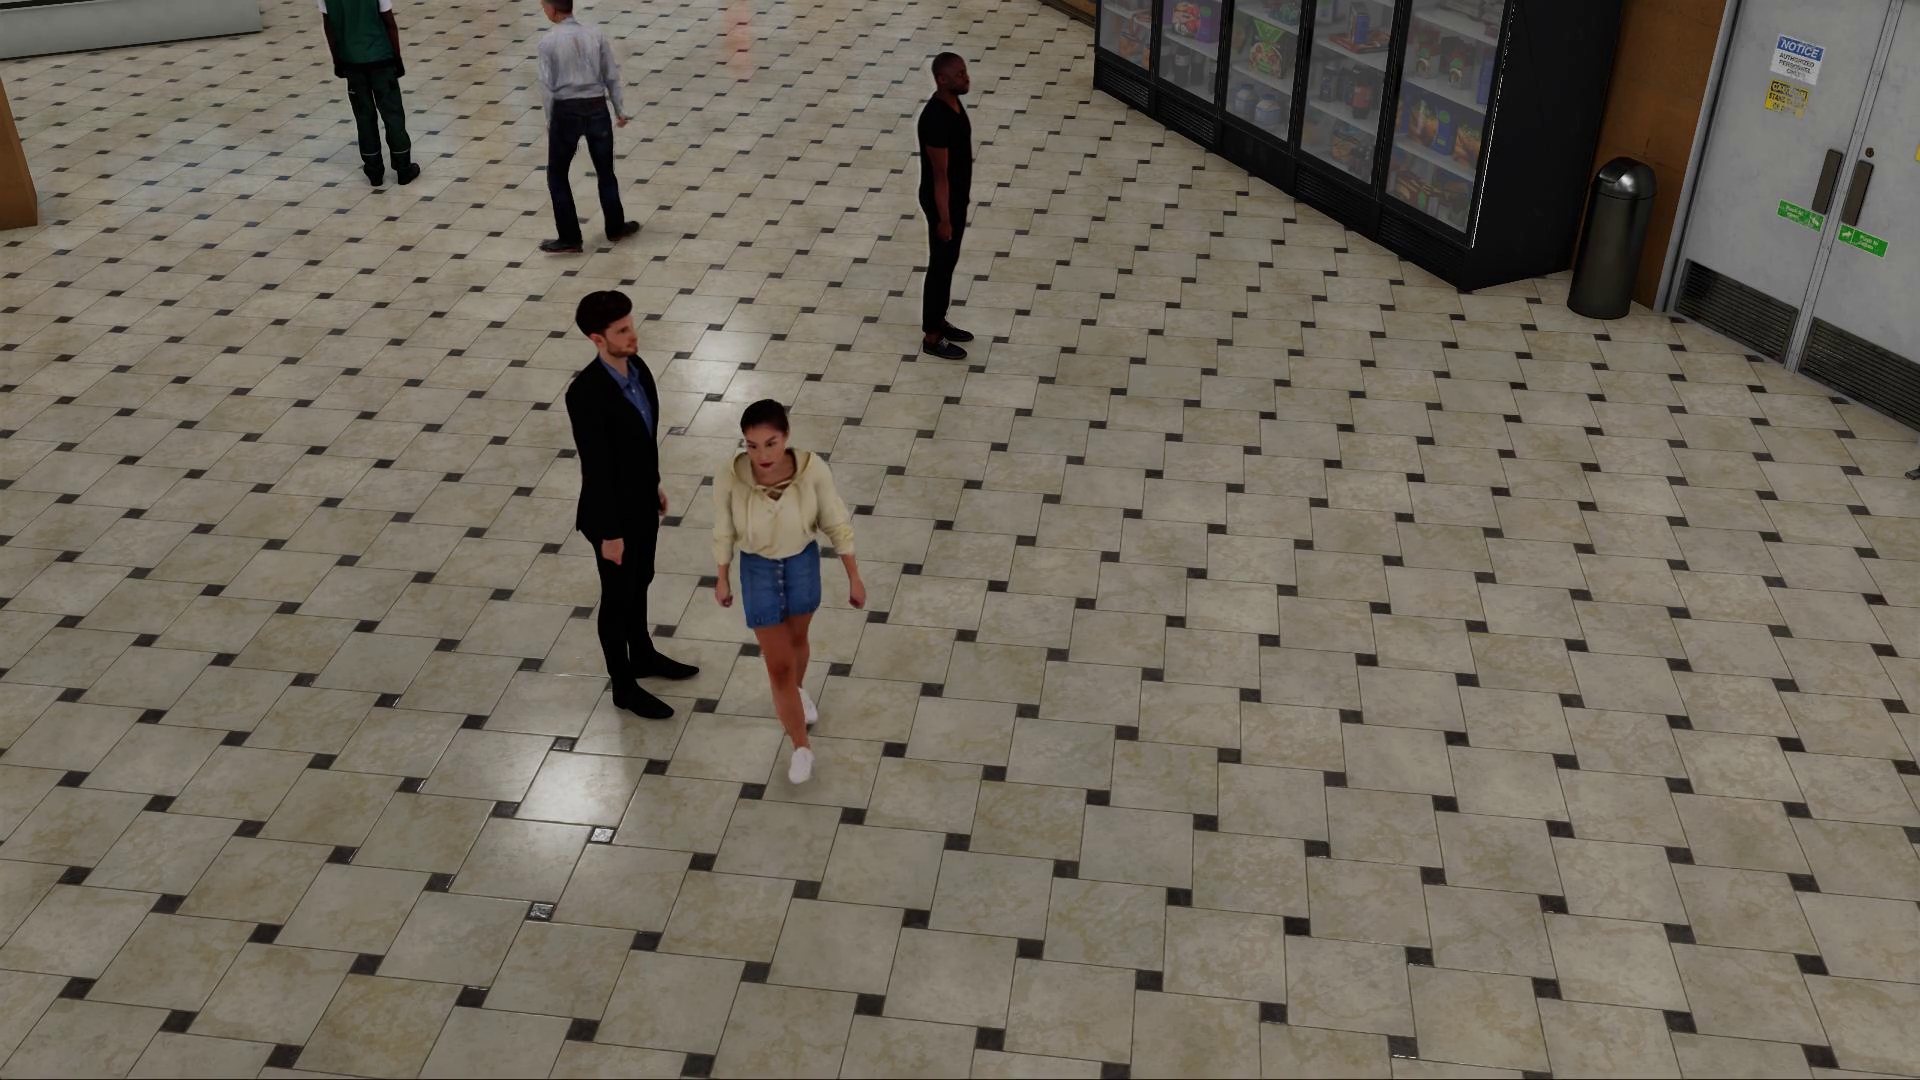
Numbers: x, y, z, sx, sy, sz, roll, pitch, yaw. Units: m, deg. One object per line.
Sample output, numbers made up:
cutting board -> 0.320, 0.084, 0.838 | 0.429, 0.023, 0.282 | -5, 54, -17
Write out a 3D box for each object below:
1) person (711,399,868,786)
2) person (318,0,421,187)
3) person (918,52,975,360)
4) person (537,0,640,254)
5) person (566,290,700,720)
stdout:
person -> -0.736, 0.121, 6.687 | 0.957, 1.597, 0.935 | -8, 33, -13
person -> -4.398, -3.552, 12.362 | 0.663, 1.840, 0.817 | -4, 32, -6
person -> -0.088, -1.984, 9.861 | 0.759, 1.819, 0.744 | 6, 32, 9
person -> -2.535, -2.875, 11.311 | 0.614, 1.800, 1.017 | -8, 33, -13
person -> -1.391, -0.152, 6.846 | 0.831, 1.894, 0.791 | 8, 33, 13
